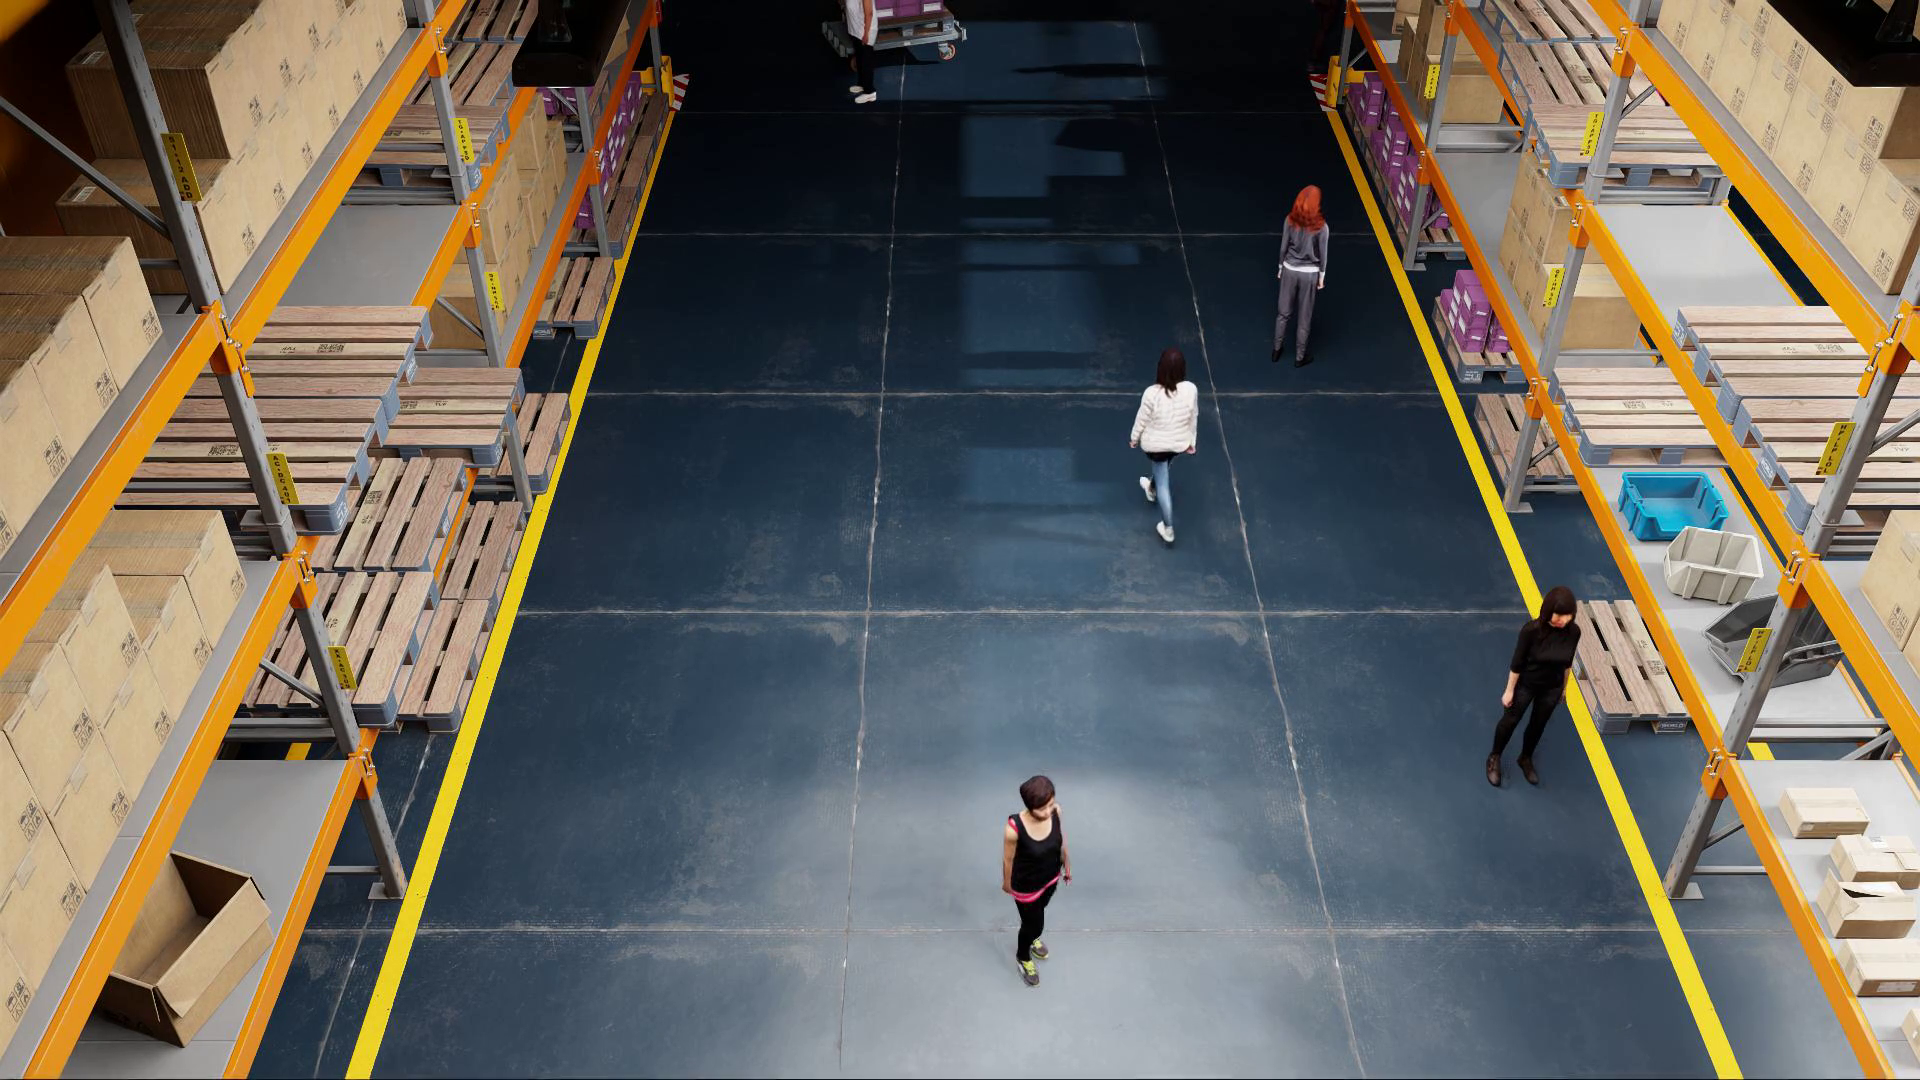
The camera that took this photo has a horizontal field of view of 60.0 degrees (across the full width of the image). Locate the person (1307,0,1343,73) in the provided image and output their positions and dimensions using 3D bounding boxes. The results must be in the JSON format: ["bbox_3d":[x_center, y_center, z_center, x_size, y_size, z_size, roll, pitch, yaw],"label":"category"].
[{"bbox_3d":[4.395,-6.553,20.080,0.876,1.848,0.790,-19,42,-22],"label":"person"}]

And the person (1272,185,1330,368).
[{"bbox_3d":[3.046,-2.363,14.889,0.656,1.780,0.661,20,43,23],"label":"person"}]

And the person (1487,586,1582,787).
[{"bbox_3d":[3.759,0.929,10.878,0.587,1.642,0.493,-1,39,-1],"label":"person"}]

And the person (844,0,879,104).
[{"bbox_3d":[-1.164,-6.003,19.521,0.762,1.687,0.607,-7,39,-9],"label":"person"}]

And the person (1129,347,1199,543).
[{"bbox_3d":[1.621,-0.721,12.978,0.824,1.598,1.119,-9,40,-11],"label":"person"}]

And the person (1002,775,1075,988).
[{"bbox_3d":[0.395,1.898,9.744,0.689,1.542,0.747,-28,46,-30],"label":"person"}]
